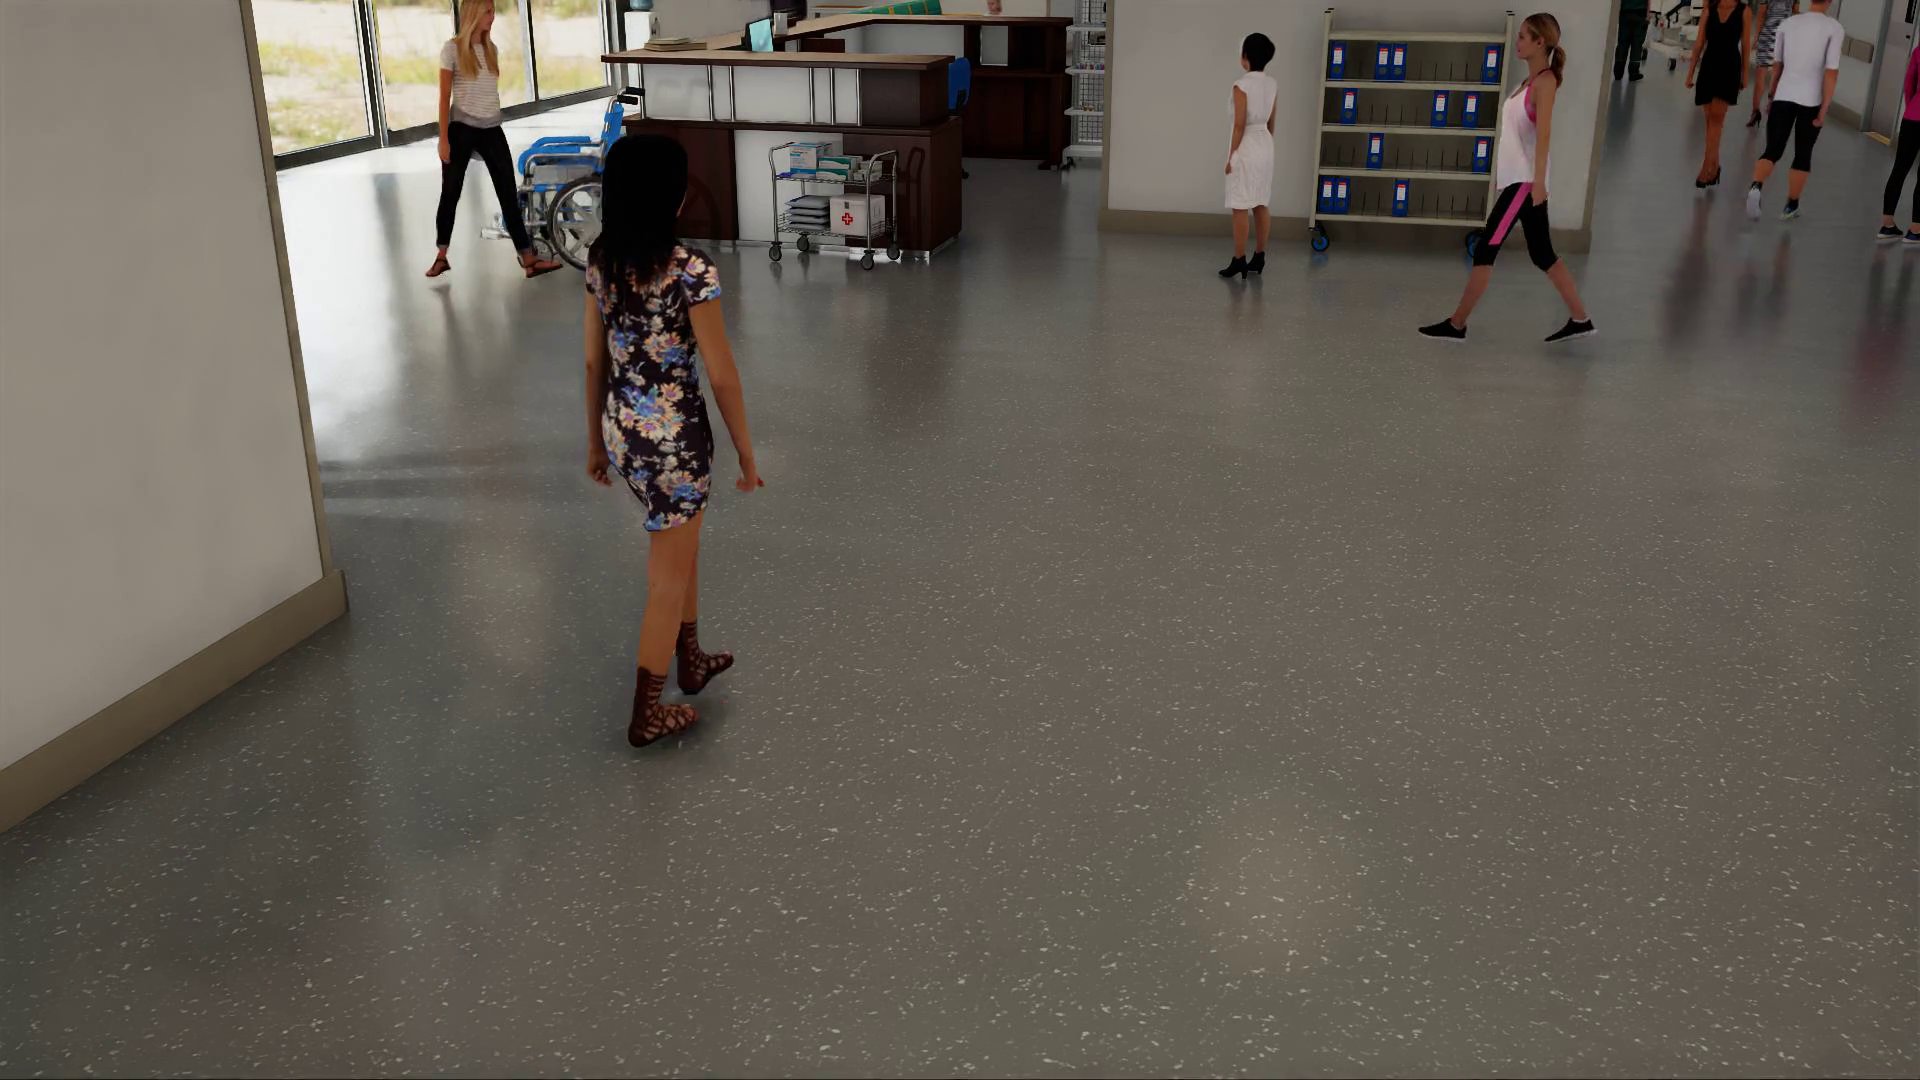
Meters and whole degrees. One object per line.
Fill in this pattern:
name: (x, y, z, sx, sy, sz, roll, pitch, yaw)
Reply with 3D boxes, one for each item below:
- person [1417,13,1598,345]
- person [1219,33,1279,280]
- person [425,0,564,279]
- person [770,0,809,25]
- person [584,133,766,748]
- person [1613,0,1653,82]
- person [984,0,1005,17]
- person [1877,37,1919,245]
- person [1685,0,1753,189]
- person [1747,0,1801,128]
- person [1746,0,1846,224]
person: (3.105, -1.851, 8.858, 1.158, 1.743, 0.653, 4, 21, 12)
person: (1.893, -2.497, 10.827, 0.642, 1.556, 0.678, -16, 26, -37)
person: (-3.174, -2.532, 10.626, 1.023, 1.762, 1.206, -19, 28, -41)
person: (-2.333, -7.085, 22.569, 0.589, 1.818, 0.770, 5, 21, 14)
person: (-0.881, -0.220, 4.590, 0.807, 1.714, 0.810, 12, 24, 29)
person: (9.564, -7.482, 23.584, 0.652, 1.842, 0.779, 16, 26, 36)
person: (0.450, -6.418, 21.574, 0.482, 1.275, 0.585, 12, 24, 28)
person: (6.963, -3.019, 11.999, 0.731, 1.700, 0.689, -8, 22, -20)
person: (6.542, -3.943, 14.278, 0.824, 1.814, 0.836, 16, 26, 36)
person: (9.037, -5.526, 18.445, 0.514, 1.823, 0.677, 3, 21, 7)
person: (6.286, -3.296, 12.560, 1.154, 1.822, 1.044, 17, 27, 38)
